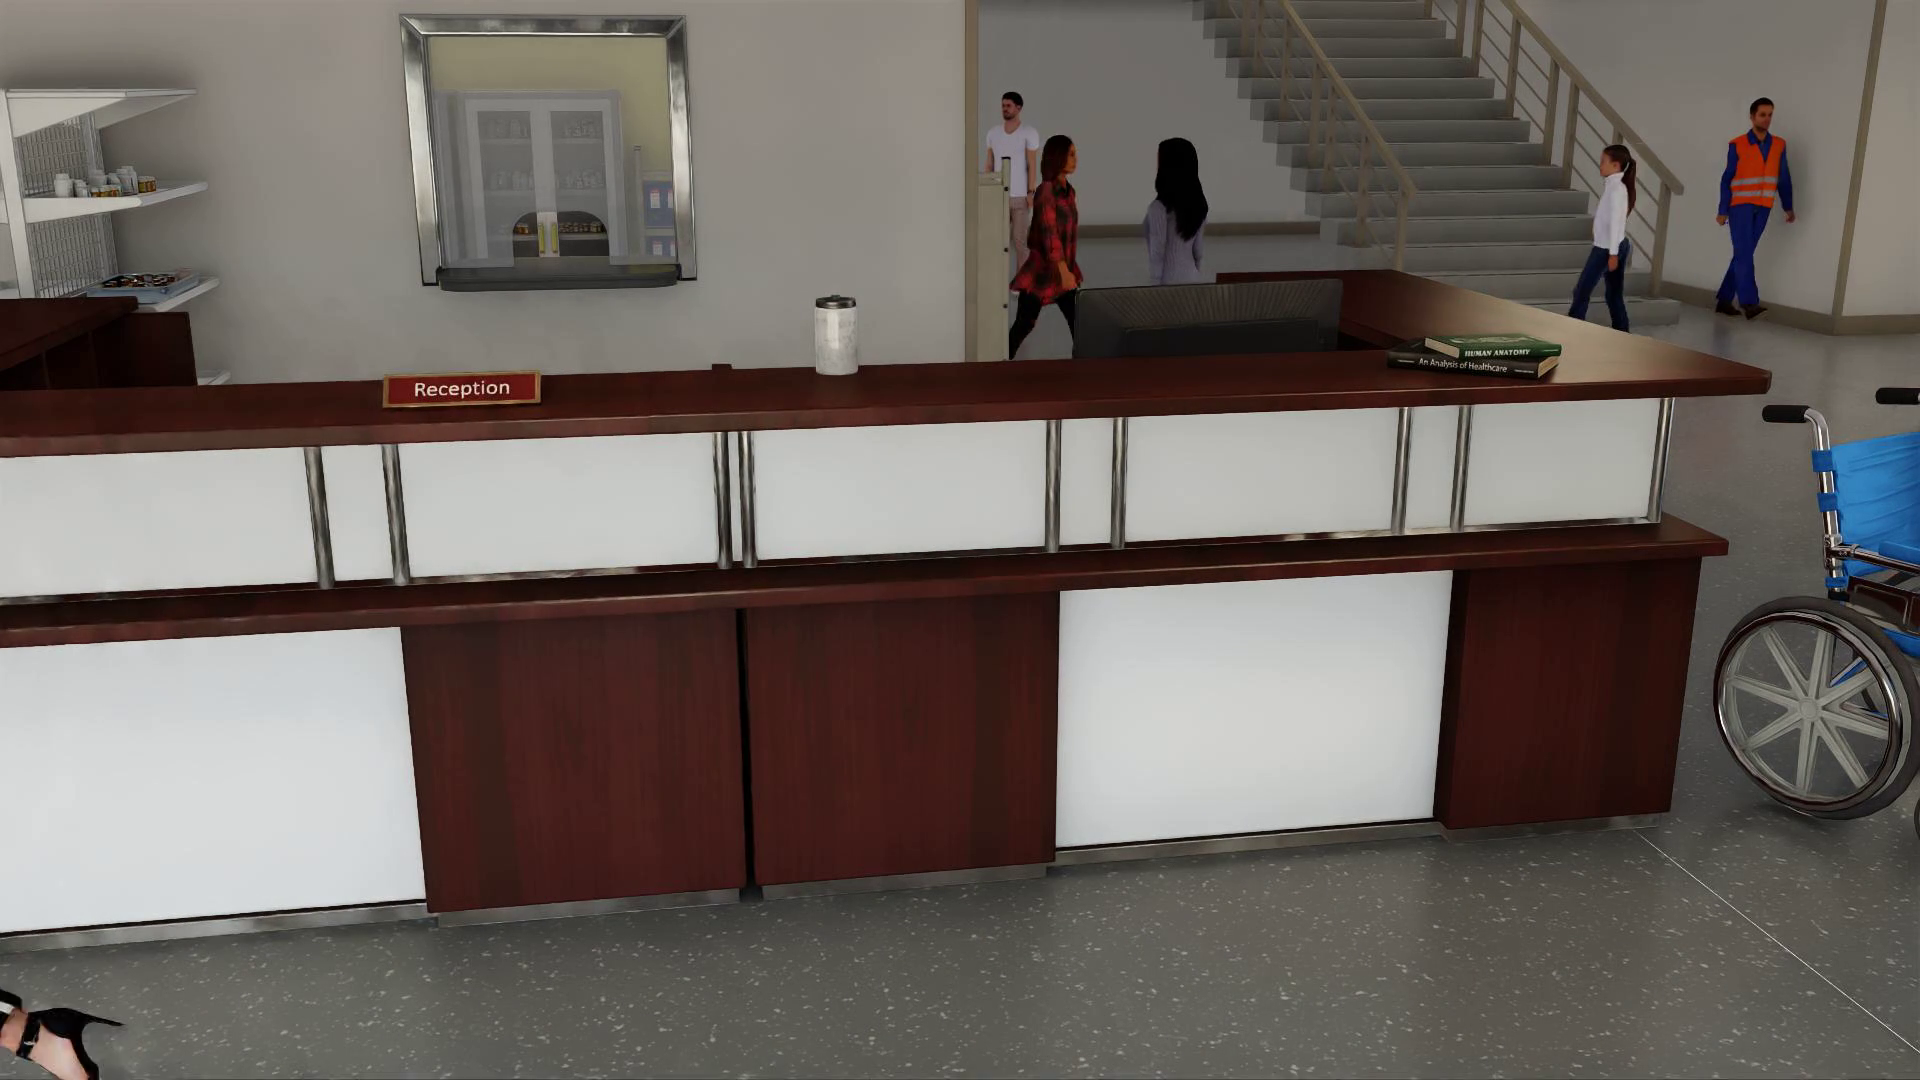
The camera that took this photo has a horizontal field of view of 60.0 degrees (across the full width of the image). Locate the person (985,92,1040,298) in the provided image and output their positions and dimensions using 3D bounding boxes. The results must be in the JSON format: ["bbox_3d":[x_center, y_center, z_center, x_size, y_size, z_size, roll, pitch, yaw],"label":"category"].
[{"bbox_3d":[0.490,-3.248,15.655,0.766,1.886,0.793,8,18,26],"label":"person"}]

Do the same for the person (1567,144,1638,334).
[{"bbox_3d":[4.898,-2.126,12.325,0.859,1.535,0.880,6,17,20],"label":"person"}]

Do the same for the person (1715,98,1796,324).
[{"bbox_3d":[6.613,-2.756,14.026,0.676,1.824,1.085,-3,16,-10],"label":"person"}]

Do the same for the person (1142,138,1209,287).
[{"bbox_3d":[1.220,-1.259,8.911,0.779,1.719,0.803,-13,20,-39],"label":"person"}]
